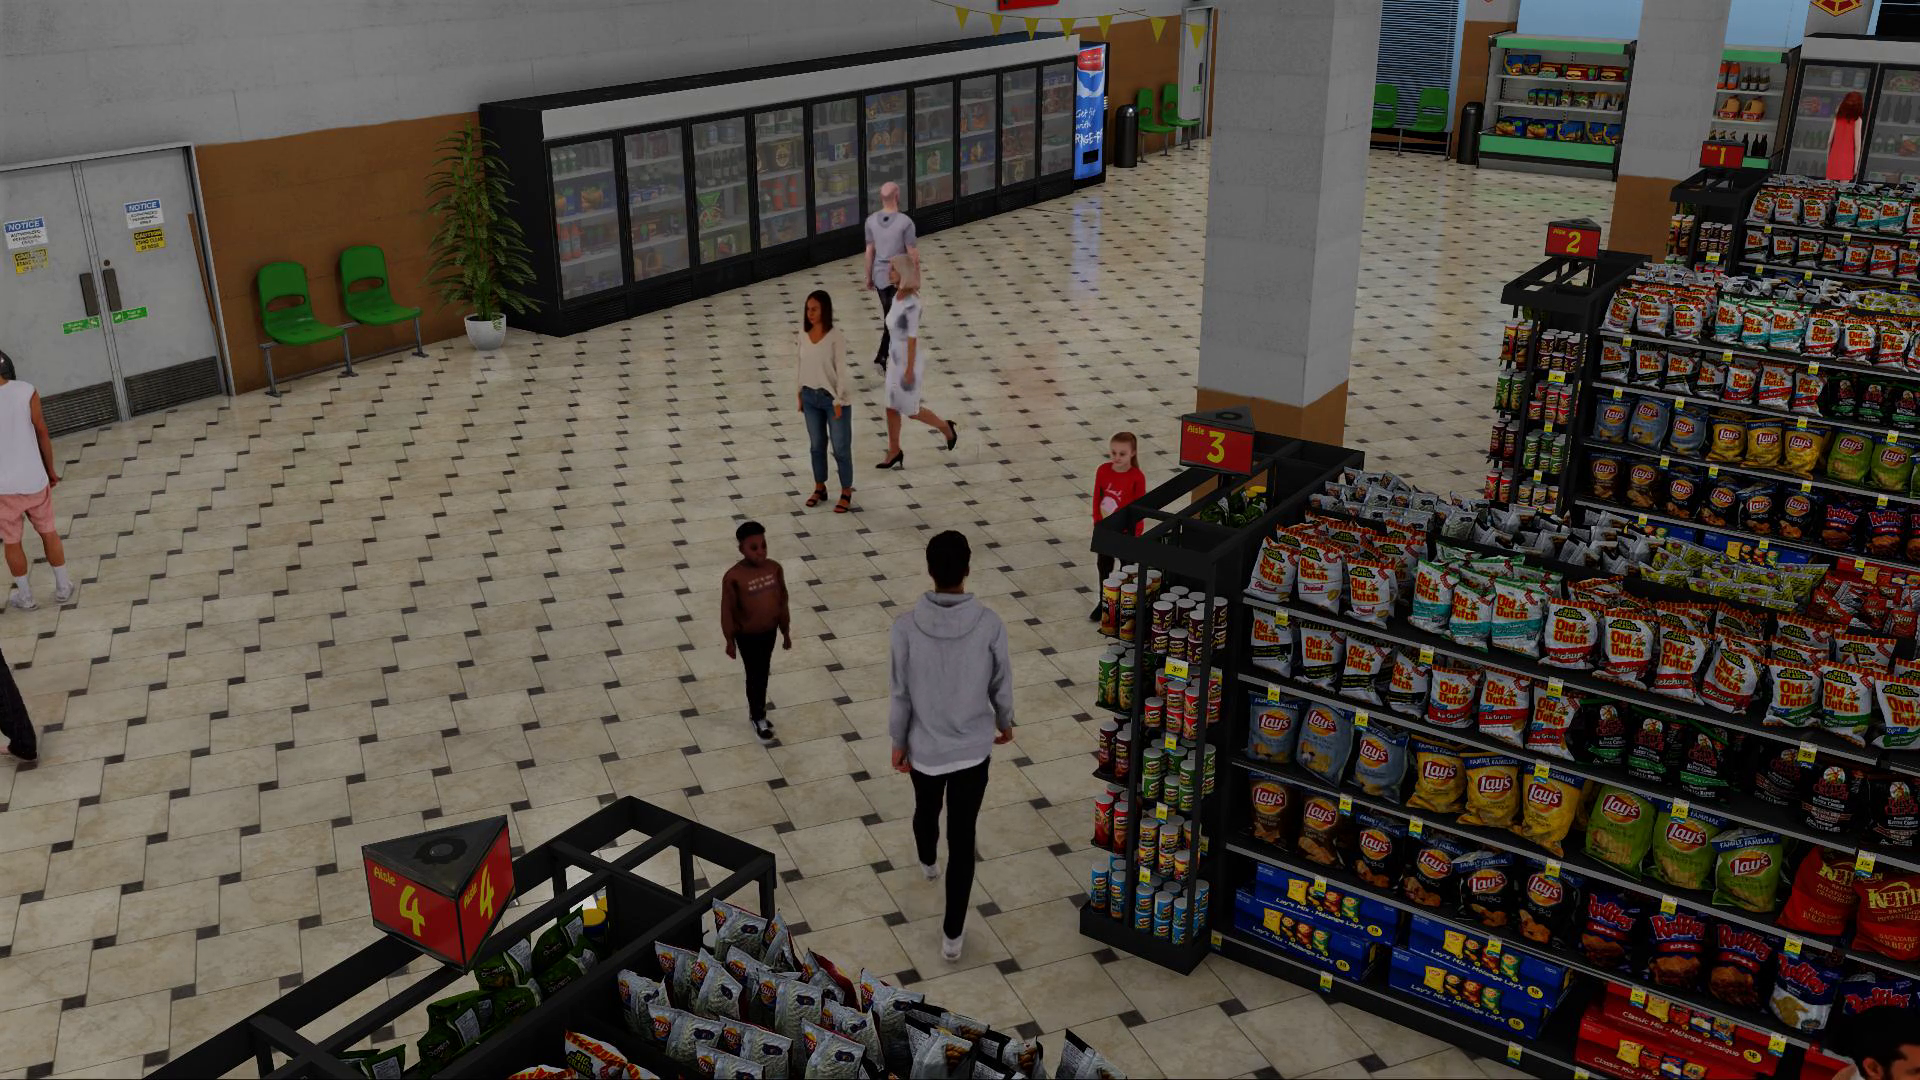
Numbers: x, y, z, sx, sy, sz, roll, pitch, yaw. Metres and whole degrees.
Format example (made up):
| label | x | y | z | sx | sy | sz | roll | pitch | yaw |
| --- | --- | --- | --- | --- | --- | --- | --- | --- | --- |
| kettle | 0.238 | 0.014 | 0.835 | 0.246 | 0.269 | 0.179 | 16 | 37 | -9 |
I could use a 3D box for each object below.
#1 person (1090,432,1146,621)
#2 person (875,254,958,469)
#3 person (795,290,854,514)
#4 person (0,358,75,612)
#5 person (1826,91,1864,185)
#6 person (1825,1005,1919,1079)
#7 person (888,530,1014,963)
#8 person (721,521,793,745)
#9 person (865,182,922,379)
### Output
| label | x | y | z | sx | sy | sz | roll | pitch | yaw |
| --- | --- | --- | --- | --- | --- | --- | --- | --- | --- |
| person | 1.001 | -0.080 | 10.502 | 0.458 | 1.278 | 0.575 | 10 | 24 | 24 |
| person | -0.360 | -1.388 | 13.154 | 0.891 | 1.729 | 0.957 | -11 | 24 | -26 |
| person | -0.989 | -1.038 | 12.352 | 0.491 | 1.676 | 0.676 | 13 | 25 | 29 |
| person | -6.059 | -0.415 | 10.652 | 0.698 | 1.789 | 0.666 | -17 | 27 | -36 |
| person | 11.656 | -4.998 | 22.004 | 0.726 | 1.828 | 0.599 | -11 | 24 | -25 |
| person | 2.383 | 2.012 | 4.714 | 1.179 | 1.712 | 0.743 | 19 | 29 | 39 |
| person | -0.044 | 0.932 | 7.169 | 1.184 | 1.886 | 1.152 | 0 | 22 | 0 |
| person | -1.152 | 0.469 | 9.176 | 0.617 | 1.248 | 0.658 | -15 | 26 | -33 |
| person | -0.670 | -2.412 | 15.605 | 1.213 | 1.801 | 0.911 | 9 | 24 | 22 |
